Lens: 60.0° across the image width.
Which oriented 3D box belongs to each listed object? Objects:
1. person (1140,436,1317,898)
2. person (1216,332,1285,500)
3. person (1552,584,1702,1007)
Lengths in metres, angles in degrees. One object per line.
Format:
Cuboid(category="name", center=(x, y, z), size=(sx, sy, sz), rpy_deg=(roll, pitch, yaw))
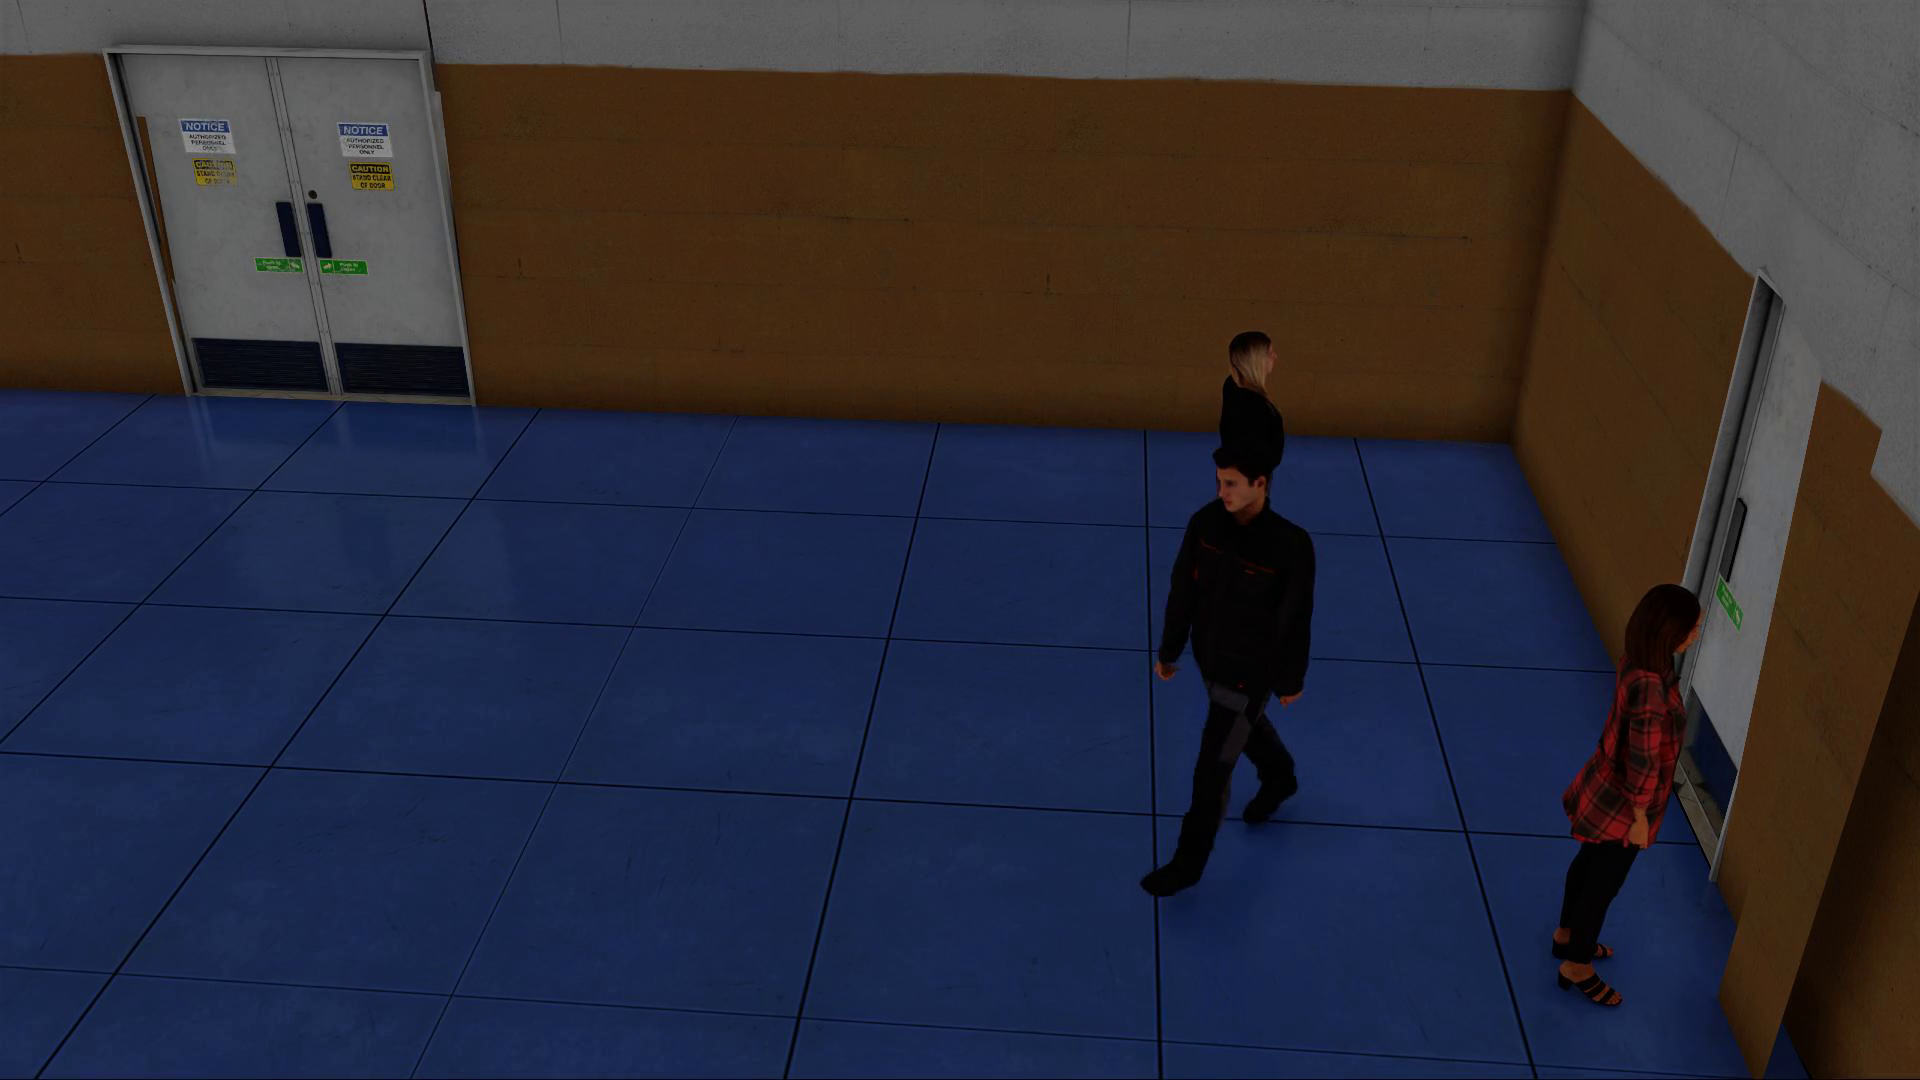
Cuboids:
Cuboid(category="person", center=(1.167, 0.447, 6.647), size=(1.292, 1.883, 1.259), rpy_deg=(-23, 36, -35))
Cuboid(category="person", center=(1.364, -0.235, 8.118), size=(0.721, 1.671, 0.570), rpy_deg=(-6, 29, -12))
Cuboid(category="person", center=(2.385, 0.909, 5.990), size=(0.704, 1.702, 0.541), rpy_deg=(7, 29, 13))
